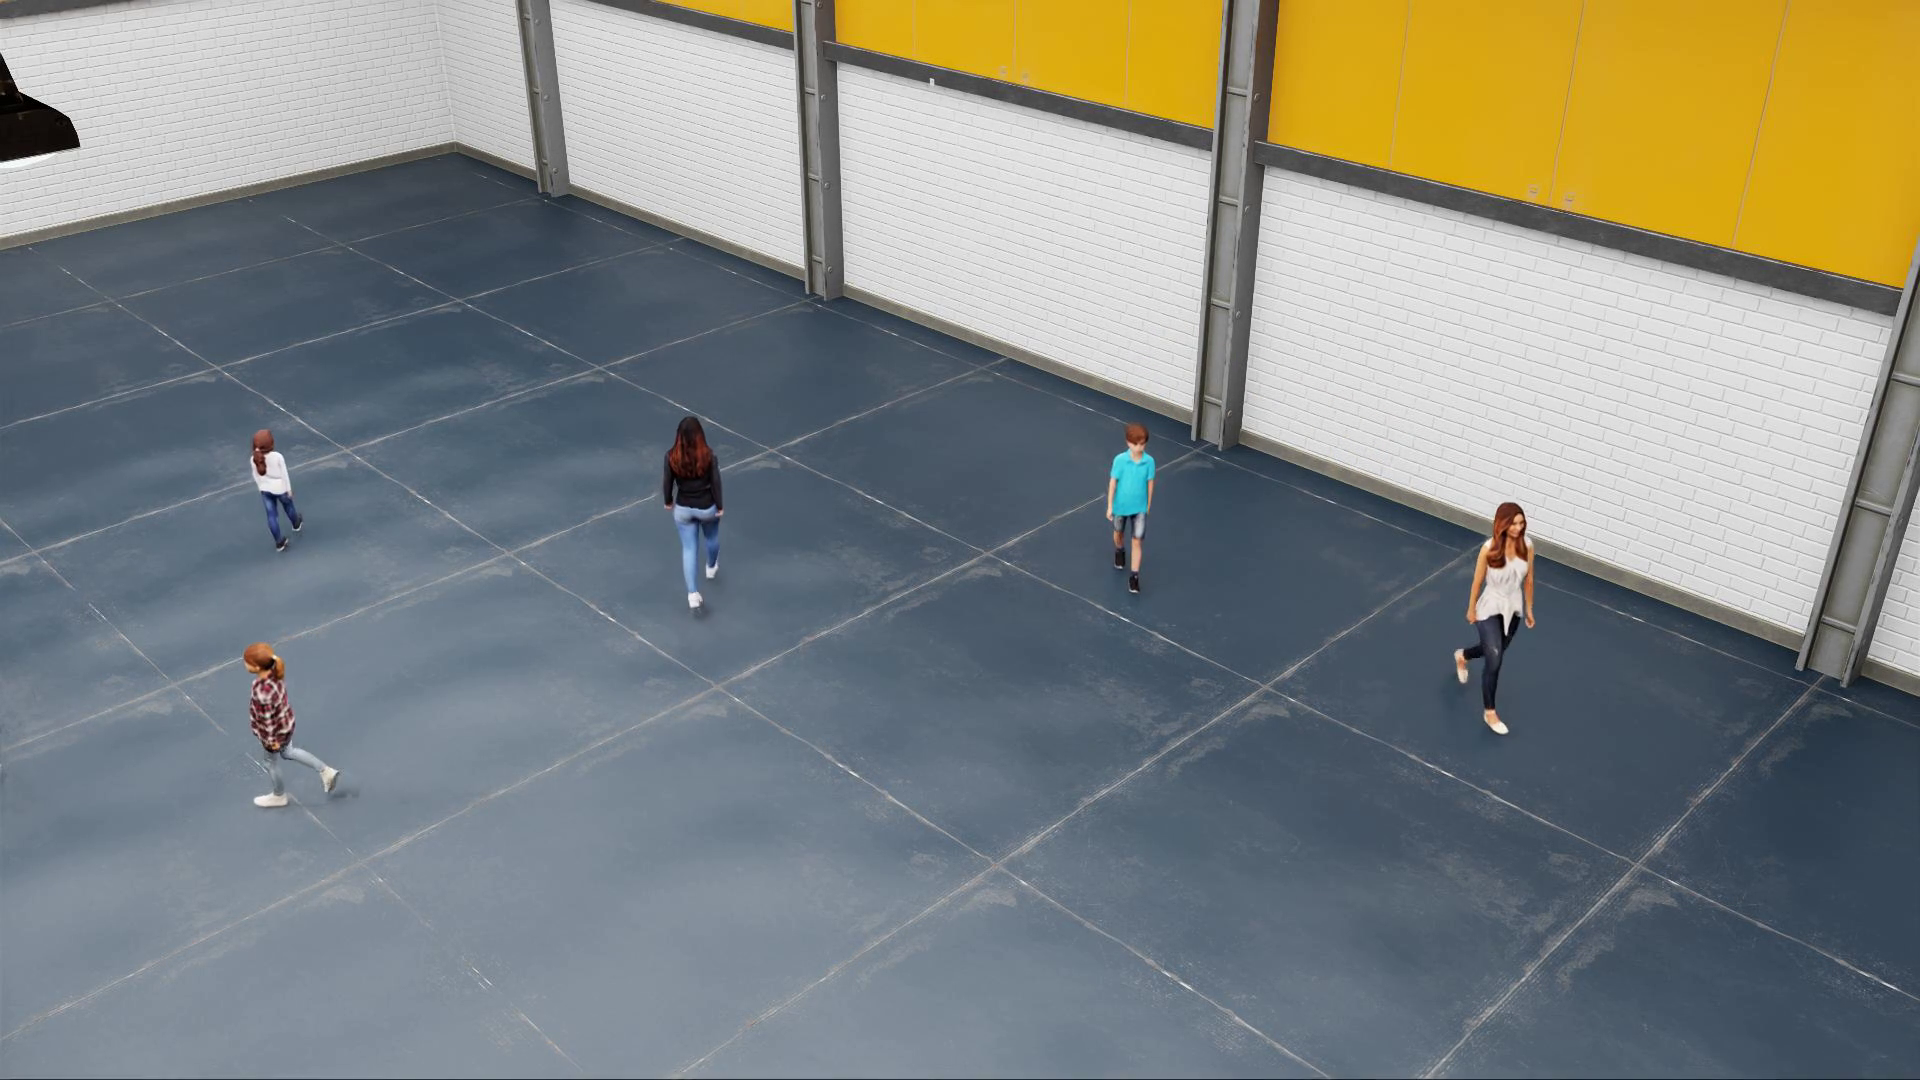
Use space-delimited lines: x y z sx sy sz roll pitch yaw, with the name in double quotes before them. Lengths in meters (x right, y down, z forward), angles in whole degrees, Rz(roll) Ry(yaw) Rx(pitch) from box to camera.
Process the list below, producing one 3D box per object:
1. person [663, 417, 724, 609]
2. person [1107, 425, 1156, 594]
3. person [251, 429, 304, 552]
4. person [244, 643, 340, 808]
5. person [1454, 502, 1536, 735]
"person" -2.178 -0.206 13.654 1.078 1.593 1.176 -2 29 -3
"person" 1.424 -0.335 14.069 0.946 1.421 0.970 1 29 3
"person" -6.033 -0.428 14.586 0.695 1.090 0.793 -3 29 -6
"person" -4.585 1.254 11.288 0.879 1.294 0.825 -1 29 -2
"person" 3.907 0.488 12.205 0.949 1.761 1.162 -8 30 -14
